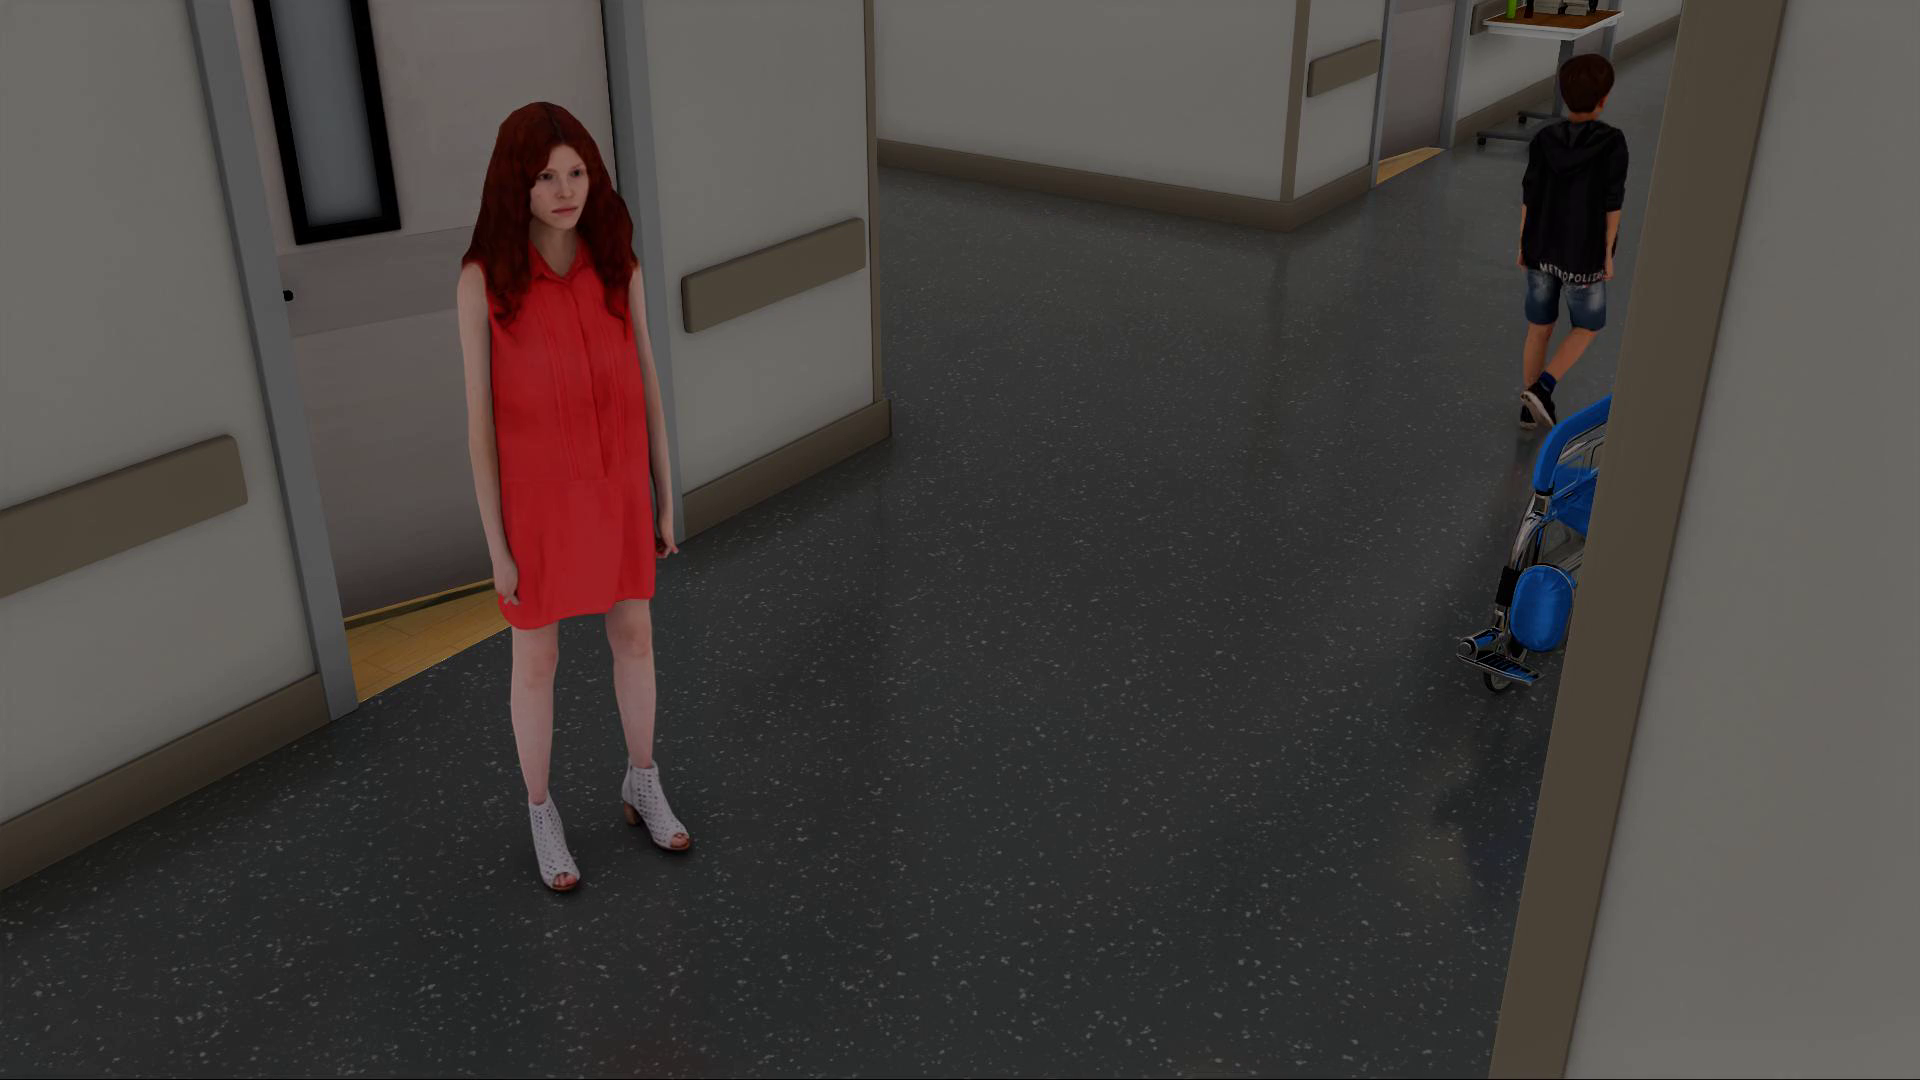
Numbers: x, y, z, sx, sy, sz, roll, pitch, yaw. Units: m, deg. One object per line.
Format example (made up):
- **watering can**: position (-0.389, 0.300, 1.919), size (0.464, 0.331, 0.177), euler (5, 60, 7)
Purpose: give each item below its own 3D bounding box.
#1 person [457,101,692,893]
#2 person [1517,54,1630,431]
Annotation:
- **person**: position (-0.860, -0.053, 3.695), size (0.581, 1.823, 0.714), euler (-16, 30, -29)
- **person**: position (2.261, -1.076, 6.258), size (0.576, 1.441, 0.698), euler (21, 33, 37)
